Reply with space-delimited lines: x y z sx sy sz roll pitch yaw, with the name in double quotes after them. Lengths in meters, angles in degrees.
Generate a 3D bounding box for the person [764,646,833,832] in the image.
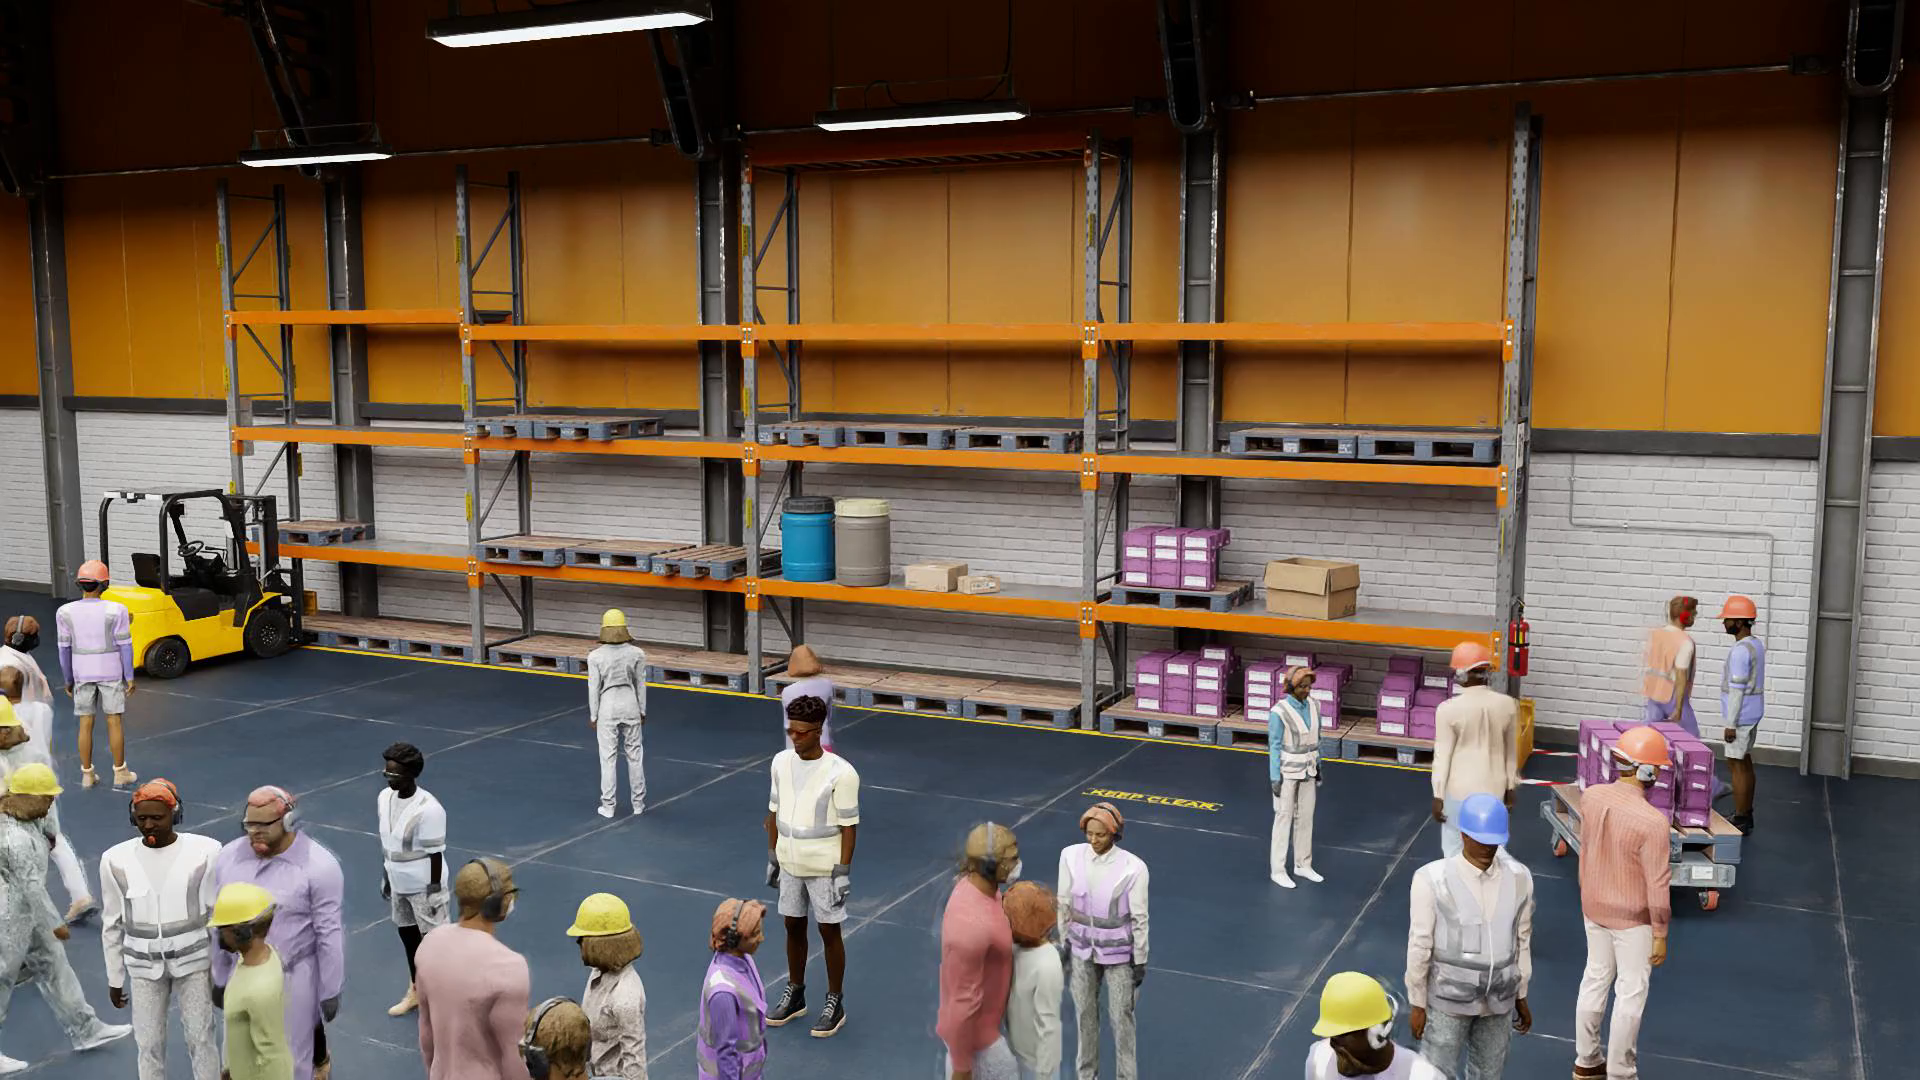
-1.213 1.617 13.020 0.513 1.595 0.830 -5 9 -38 "person"

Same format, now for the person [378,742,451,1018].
-3.153 1.987 9.621 0.544 1.689 0.326 5 9 37 "person"

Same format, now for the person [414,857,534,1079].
-1.917 2.219 6.652 0.641 1.937 0.357 5 9 37 "person"

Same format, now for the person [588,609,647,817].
-2.860 1.441 13.898 0.484 1.738 0.305 -3 7 -21 "person"

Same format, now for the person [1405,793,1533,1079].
2.343 2.097 7.624 0.616 1.942 0.408 -1 7 -11 "person"

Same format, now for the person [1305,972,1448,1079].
1.470 2.385 5.892 0.872 1.779 0.616 -6 9 -39 "person"

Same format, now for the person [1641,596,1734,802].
6.184 1.373 14.230 0.966 1.793 0.572 -1 7 -10 "person"

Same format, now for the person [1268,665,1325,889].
2.437 1.710 12.114 0.527 1.630 0.314 -5 9 -37 "person"

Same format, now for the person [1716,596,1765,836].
6.256 1.408 13.400 0.388 1.929 0.548 5 9 37 "person"

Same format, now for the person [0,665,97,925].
-6.299 1.729 11.280 0.949 1.811 0.524 3 8 24 "person"

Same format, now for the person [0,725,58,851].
-5.984 1.870 10.551 0.877 1.695 0.504 4 8 33 "person"

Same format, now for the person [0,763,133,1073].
-4.986 2.045 9.035 0.843 1.696 0.487 -3 7 -21 "person"

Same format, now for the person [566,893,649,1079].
-1.426 2.294 6.821 0.324 1.743 0.490 -3 8 -24 "person"

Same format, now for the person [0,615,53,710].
-7.357 1.496 13.072 0.429 1.831 0.639 -4 8 -29 "person"

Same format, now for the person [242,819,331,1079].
-3.493 2.139 8.505 0.522 1.651 0.869 -2 7 -16 "person"

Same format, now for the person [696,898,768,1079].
-0.964 2.316 7.098 0.321 1.631 0.527 0 7 -1 "person"

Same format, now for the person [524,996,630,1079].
-1.233 2.393 5.272 0.380 1.928 0.636 4 8 30 "person"

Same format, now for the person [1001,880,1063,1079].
0.378 2.288 7.384 0.673 1.602 0.506 -3 7 -20 "person"

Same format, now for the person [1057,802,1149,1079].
0.740 2.140 8.580 0.504 1.630 0.323 4 8 31 "person"

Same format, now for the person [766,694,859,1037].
-0.865 1.851 9.566 0.606 1.966 0.367 4 8 30 "person"

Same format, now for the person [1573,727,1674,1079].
3.488 1.950 8.706 0.407 1.981 0.625 -2 7 -20 "person"

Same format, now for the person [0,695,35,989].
-5.928 1.848 10.205 0.403 1.821 0.602 -4 8 -30 "person"

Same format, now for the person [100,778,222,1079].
-3.852 2.077 8.091 0.568 1.878 0.351 -2 7 -14 "person"

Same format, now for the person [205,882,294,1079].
-2.924 2.281 7.046 0.856 1.738 0.521 -3 7 -23 "person"

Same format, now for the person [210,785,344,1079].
-3.254 2.083 7.957 0.667 1.889 0.553 1 7 8 "person"

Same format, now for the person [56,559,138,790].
-7.623 1.189 14.720 0.607 2.044 0.376 -1 7 -10 "person"

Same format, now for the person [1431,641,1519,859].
3.475 1.669 11.047 0.638 1.971 0.772 -2 7 -14 "person"

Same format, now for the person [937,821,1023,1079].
0.010 2.157 7.326 0.936 1.908 0.639 0 7 4 "person"

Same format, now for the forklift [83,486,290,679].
-9.426 0.454 20.179 1.214 2.155 2.313 3 8 26 "forklift"
